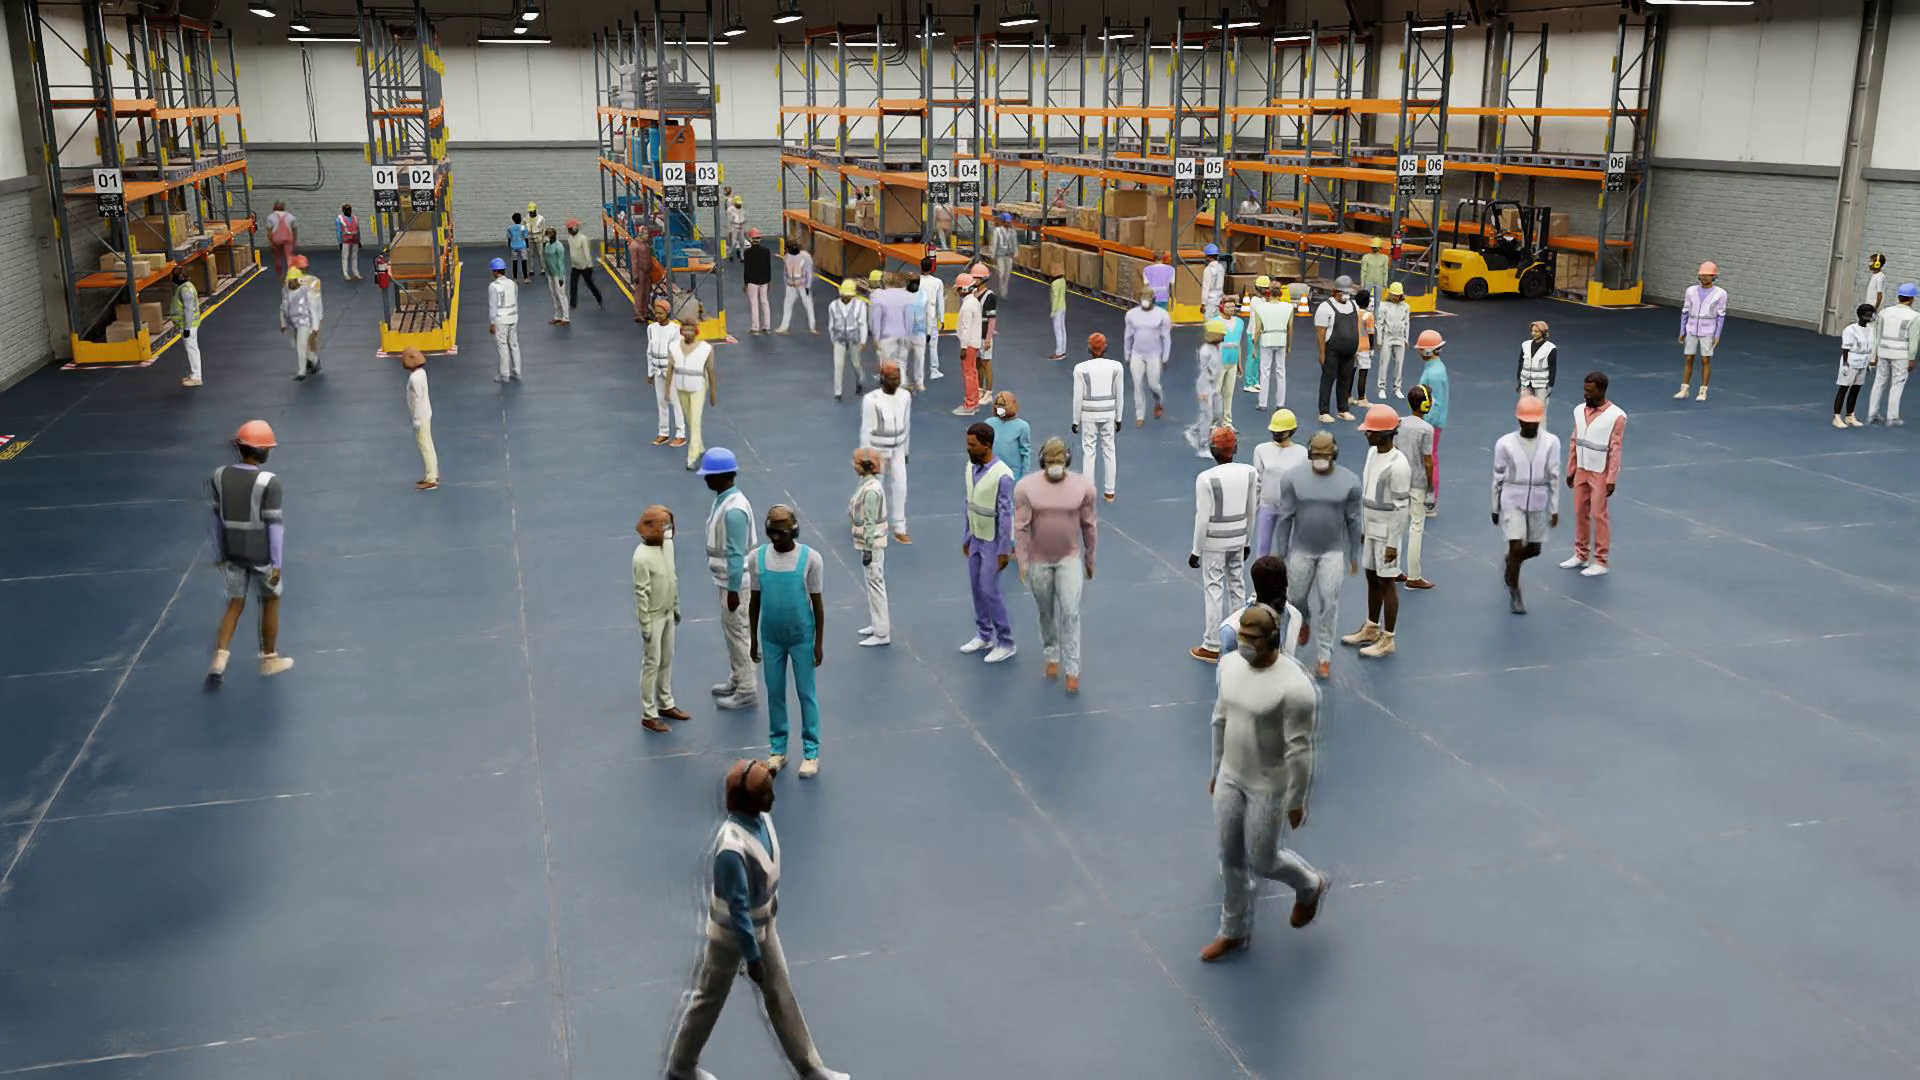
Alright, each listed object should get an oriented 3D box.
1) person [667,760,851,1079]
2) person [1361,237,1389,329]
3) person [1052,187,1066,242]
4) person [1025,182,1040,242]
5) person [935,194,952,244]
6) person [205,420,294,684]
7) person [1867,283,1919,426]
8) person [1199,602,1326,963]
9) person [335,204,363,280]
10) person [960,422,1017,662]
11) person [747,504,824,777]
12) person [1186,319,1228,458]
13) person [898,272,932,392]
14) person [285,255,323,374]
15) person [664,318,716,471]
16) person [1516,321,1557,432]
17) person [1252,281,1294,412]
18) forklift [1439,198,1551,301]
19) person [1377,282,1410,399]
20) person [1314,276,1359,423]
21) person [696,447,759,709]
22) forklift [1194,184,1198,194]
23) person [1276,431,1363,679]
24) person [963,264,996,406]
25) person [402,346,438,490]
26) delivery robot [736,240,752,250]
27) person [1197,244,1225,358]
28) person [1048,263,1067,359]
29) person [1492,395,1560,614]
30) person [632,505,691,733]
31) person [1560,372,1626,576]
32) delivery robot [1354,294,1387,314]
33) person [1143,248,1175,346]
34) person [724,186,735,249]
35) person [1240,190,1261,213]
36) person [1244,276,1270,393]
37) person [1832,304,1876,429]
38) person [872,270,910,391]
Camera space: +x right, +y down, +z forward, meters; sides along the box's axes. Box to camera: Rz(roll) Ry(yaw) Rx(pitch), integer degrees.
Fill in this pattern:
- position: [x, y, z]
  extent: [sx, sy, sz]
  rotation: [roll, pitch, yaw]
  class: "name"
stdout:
- position: [-0.944, 1.718, 7.314]
  extent: [0.849, 1.597, 0.537]
  rotation: [4, 15, 13]
  class: "person"
- position: [7.987, -4.945, 32.077]
  extent: [0.525, 1.765, 0.329]
  rotation: [1, 15, 5]
  class: "person"
- position: [2.846, -9.095, 47.422]
  extent: [0.402, 1.904, 0.652]
  rotation: [4, 15, 15]
  class: "person"
- position: [2.243, -10.180, 51.608]
  extent: [0.525, 1.855, 0.341]
  rotation: [6, 16, 22]
  class: "person"
- position: [-0.480, -9.985, 50.776]
  extent: [0.708, 1.915, 0.444]
  rotation: [-11, 19, -37]
  class: "person"
- position: [-5.416, 0.114, 12.588]
  extent: [0.638, 2.011, 0.756]
  rotation: [4, 15, 14]
  class: "person"
- position: [12.734, -2.521, 22.627]
  extent: [0.411, 1.939, 0.603]
  rotation: [-6, 16, -21]
  class: "person"
- position: [1.571, 1.227, 8.555]
  extent: [0.677, 1.921, 0.633]
  rotation: [-10, 18, -34]
  class: "person"
- position: [-14.983, -7.313, 40.839]
  extent: [0.429, 1.844, 0.623]
  rotation: [11, 18, 35]
  class: "person"
- position: [0.229, 0.003, 13.201]
  extent: [0.403, 1.907, 0.607]
  rotation: [-8, 17, -28]
  class: "person"
- position: [-1.141, 0.652, 10.887]
  extent: [0.507, 1.836, 0.362]
  rotation: [3, 15, 10]
  class: "person"
- position: [3.064, -1.881, 20.622]
  extent: [0.476, 1.726, 0.504]
  rotation: [10, 18, 34]
  class: "person"
- position: [-0.743, -3.145, 25.214]
  extent: [0.653, 1.818, 0.433]
  rotation: [-4, 15, -16]
  class: "person"
- position: [-10.667, -3.691, 27.089]
  extent: [0.554, 1.914, 0.827]
  rotation: [-5, 16, -17]
  class: "person"
- position: [-3.261, -1.788, 20.135]
  extent: [0.565, 1.805, 0.861]
  rotation: [5, 16, 17]
  class: "person"
- position: [7.279, -1.953, 21.055]
  extent: [0.308, 1.639, 0.523]
  rotation: [-11, 19, -36]
  class: "person"
- position: [4.439, -2.741, 23.619]
  extent: [0.563, 1.847, 0.389]
  rotation: [-1, 15, -5]
  class: "person"
- position: [11.913, -6.508, 37.130]
  extent: [2.313, 2.155, 1.214]
  rotation: [-4, 15, -15]
  class: "forklift"
- position: [6.423, -2.956, 24.656]
  extent: [0.491, 1.733, 0.317]
  rotation: [-2, 15, -9]
  class: "person"
- position: [5.211, -2.629, 22.831]
  extent: [0.686, 2.000, 0.535]
  rotation: [-8, 17, -28]
  class: "person"
- position: [-1.681, 0.270, 12.128]
  extent: [0.430, 1.936, 0.632]
  rotation: [-4, 15, -15]
  class: "person"
- position: [7.392, -11.333, 53.972]
  extent: [1.873, 2.768, 1.129]
  rotation: [-4, 15, -15]
  class: "forklift"
- position: [2.781, 0.078, 12.881]
  extent: [0.672, 1.917, 0.636]
  rotation: [3, 15, 12]
  class: "person"
- position: [0.289, -2.979, 24.137]
  extent: [0.379, 2.045, 0.605]
  rotation: [-7, 17, -26]
  class: "person"
- position: [-6.157, -1.392, 18.954]
  extent: [0.266, 1.631, 0.507]
  rotation: [-3, 15, -10]
  class: "person"
- position: [-6.077, -8.262, 46.694]
  extent: [0.477, 0.478, 0.707]
  rotation: [-6, 16, -22]
  class: "delivery robot"
- position: [4.305, -4.084, 28.503]
  extent: [0.413, 1.941, 0.605]
  rotation: [10, 18, 32]
  class: "person"
- position: [1.663, -3.907, 28.416]
  extent: [0.286, 1.633, 0.501]
  rotation: [6, 16, 23]
  class: "person"
- position: [4.899, -0.343, 14.477]
  extent: [0.552, 1.899, 0.720]
  rotation: [1, 15, 5]
  class: "person"
- position: [-2.117, 0.544, 11.692]
  extent: [0.291, 1.625, 0.506]
  rotation: [5, 16, 17]
  class: "person"
- position: [5.940, -0.634, 15.589]
  extent: [0.400, 1.908, 0.599]
  rotation: [-7, 16, -23]
  class: "person"
- position: [8.188, -4.649, 33.100]
  extent: [0.707, 0.478, 0.477]
  rotation: [6, 16, 23]
  class: "delivery robot"
- position: [3.434, -4.109, 28.782]
  extent: [0.567, 1.839, 0.377]
  rotation: [-1, 15, -2]
  class: "person"
- position: [-6.805, -9.518, 49.146]
  extent: [0.350, 1.839, 0.504]
  rotation: [-1, 15, -6]
  class: "person"
- position: [7.972, -8.640, 45.654]
  extent: [0.638, 1.932, 0.431]
  rotation: [-1, 15, -3]
  class: "person"
- position: [4.532, -3.122, 25.232]
  extent: [0.343, 1.761, 0.526]
  rotation: [8, 17, 27]
  class: "person"
- position: [12.089, -2.350, 22.449]
  extent: [0.530, 1.692, 0.322]
  rotation: [-6, 16, -21]
  class: "person"
- position: [-0.971, -2.986, 24.427]
  extent: [0.603, 1.915, 0.662]
  rotation: [14, 20, 42]
  class: "person"
